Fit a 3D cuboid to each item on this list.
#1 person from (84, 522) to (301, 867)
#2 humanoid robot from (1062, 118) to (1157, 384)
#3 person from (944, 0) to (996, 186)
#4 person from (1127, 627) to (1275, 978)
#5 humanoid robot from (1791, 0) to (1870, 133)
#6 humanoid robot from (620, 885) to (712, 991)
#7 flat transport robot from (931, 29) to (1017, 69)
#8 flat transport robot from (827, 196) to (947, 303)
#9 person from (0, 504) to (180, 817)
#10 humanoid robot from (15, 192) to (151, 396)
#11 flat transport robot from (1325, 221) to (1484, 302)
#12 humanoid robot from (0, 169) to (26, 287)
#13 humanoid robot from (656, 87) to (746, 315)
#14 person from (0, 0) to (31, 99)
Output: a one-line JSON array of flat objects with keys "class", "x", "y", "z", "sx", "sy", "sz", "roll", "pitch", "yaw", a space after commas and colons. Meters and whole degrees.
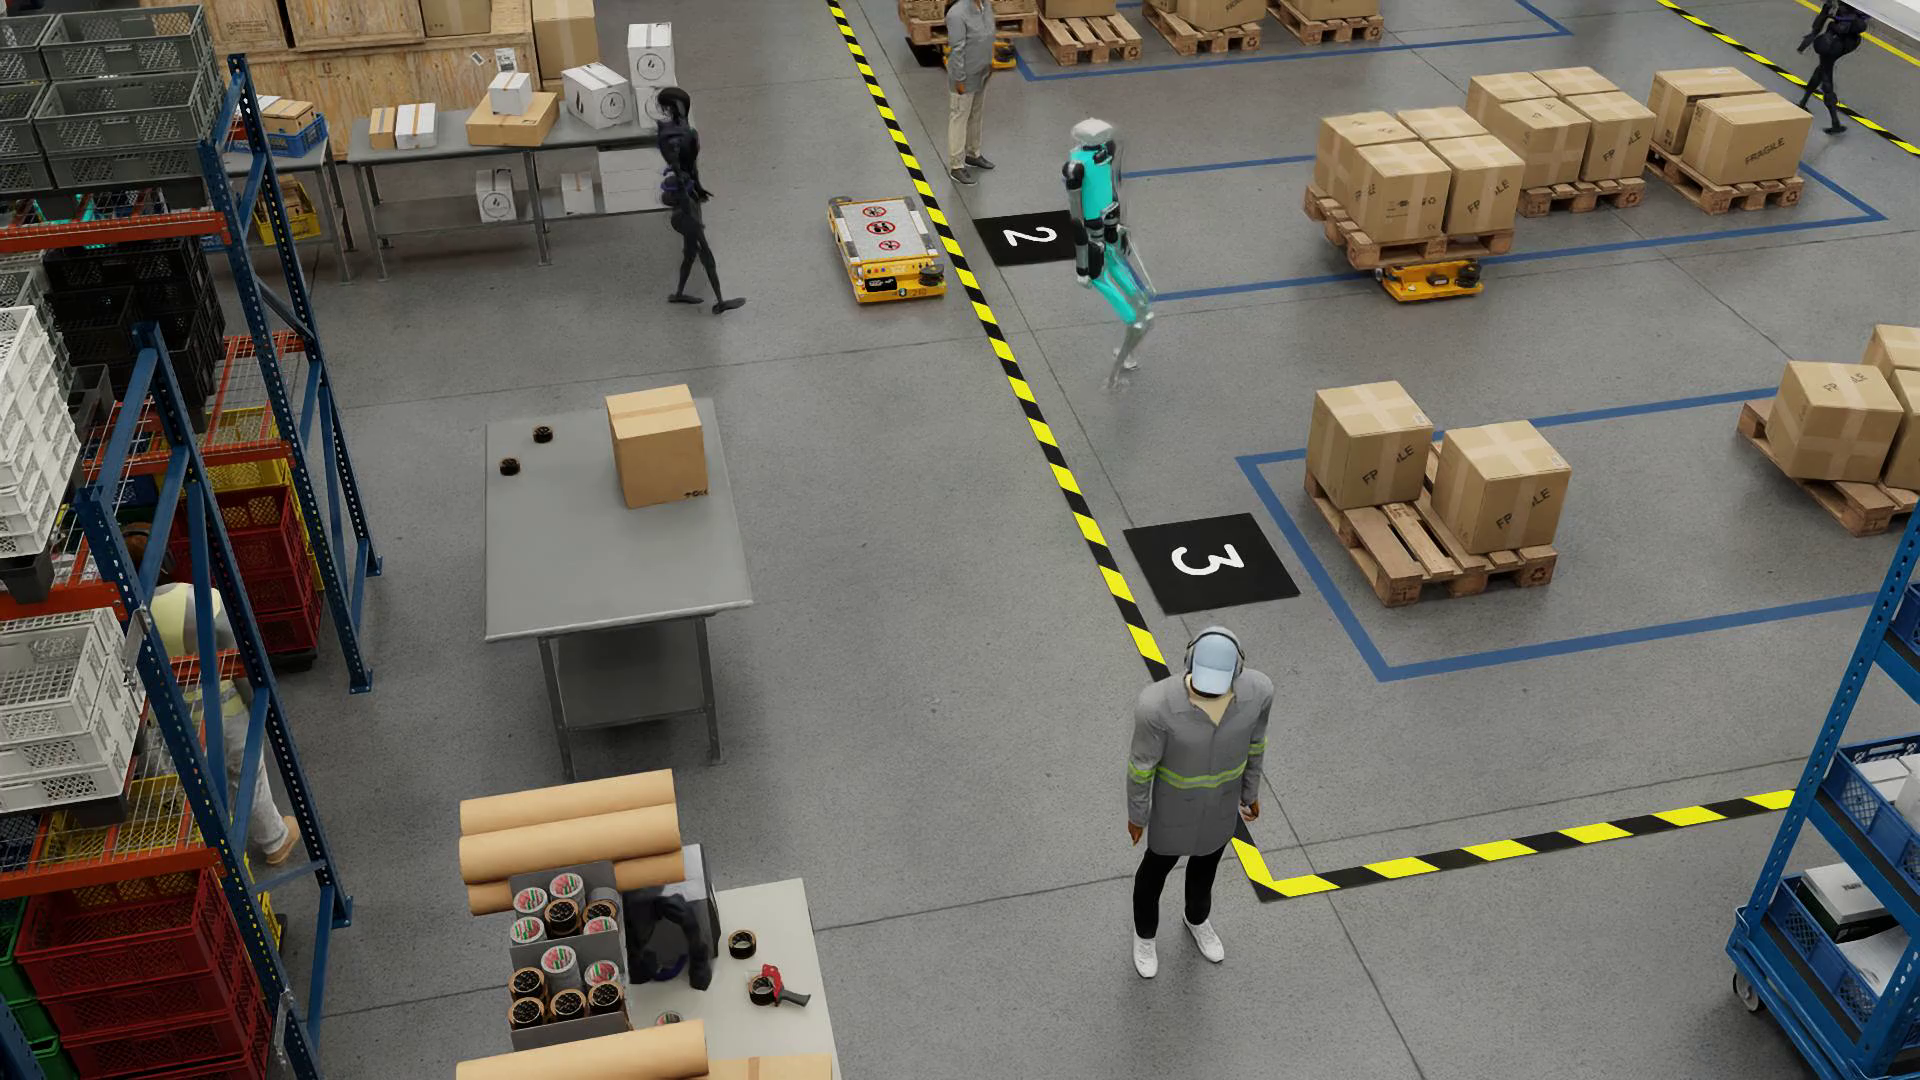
[{"class": "person", "x": -3.348, "y": 0.705, "z": 7.300, "sx": 0.623, "sy": 1.838, "sz": 0.431, "roll": -1, "pitch": 37, "yaw": -2}, {"class": "humanoid robot", "x": 1.045, "y": -1.806, "z": 10.745, "sx": 0.780, "sy": 1.755, "sz": 0.547, "roll": 20, "pitch": 41, "yaw": 25}, {"class": "person", "x": 0.069, "y": -3.768, "z": 13.360, "sx": 0.400, "sy": 1.769, "sz": 0.562, "roll": 17, "pitch": 40, "yaw": 22}, {"class": "person", "x": 0.967, "y": 1.072, "z": 6.787, "sx": 0.597, "sy": 1.849, "sz": 0.388, "roll": -9, "pitch": 38, "yaw": -12}, {"class": "humanoid robot", "x": 7.557, "y": -4.350, "z": 14.271, "sx": 0.590, "sy": 1.643, "sz": 0.780, "roll": -14, "pitch": 39, "yaw": -18}, {"class": "humanoid robot", "x": -1.178, "y": 1.669, "z": 6.130, "sx": 0.613, "sy": 1.646, "sz": 0.451, "roll": 6, "pitch": 37, "yaw": 9}, {"class": "flat transport robot", "x": 0.061, "y": -4.895, "z": 16.109, "sx": 0.652, "sy": 0.197, "sz": 1.431, "roll": -8, "pitch": 37, "yaw": -10}, {"class": "flat transport robot", "x": -0.570, "y": -2.220, "z": 12.538, "sx": 0.659, "sy": 0.231, "sz": 1.431, "roll": -8, "pitch": 37, "yaw": -10}, {"class": "person", "x": -3.942, "y": 0.526, "z": 7.536, "sx": 0.588, "sy": 1.834, "sz": 0.403, "roll": 4, "pitch": 37, "yaw": 6}, {"class": "humanoid robot", "x": -5.266, "y": -1.404, "z": 10.133, "sx": 0.530, "sy": 1.694, "sz": 0.745, "roll": -14, "pitch": 39, "yaw": -18}, {"class": "flat transport robot", "x": 3.325, "y": -2.237, "z": 12.536, "sx": 0.652, "sy": 0.197, "sz": 1.431, "roll": -8, "pitch": 37, "yaw": -10}, {"class": "humanoid robot", "x": -6.177, "y": -1.576, "z": 10.462, "sx": 0.577, "sy": 1.789, "sz": 0.886, "roll": 29, "pitch": 46, "yaw": 33}, {"class": "humanoid robot", "x": -1.829, "y": -2.378, "z": 11.585, "sx": 0.586, "sy": 1.645, "sz": 0.598, "roll": -2, "pitch": 37, "yaw": -3}, {"class": "person", "x": -8.404, "y": -4.541, "z": 14.250, "sx": 0.386, "sy": 1.949, "sz": 0.603, "roll": 9, "pitch": 38, "yaw": 12}]
